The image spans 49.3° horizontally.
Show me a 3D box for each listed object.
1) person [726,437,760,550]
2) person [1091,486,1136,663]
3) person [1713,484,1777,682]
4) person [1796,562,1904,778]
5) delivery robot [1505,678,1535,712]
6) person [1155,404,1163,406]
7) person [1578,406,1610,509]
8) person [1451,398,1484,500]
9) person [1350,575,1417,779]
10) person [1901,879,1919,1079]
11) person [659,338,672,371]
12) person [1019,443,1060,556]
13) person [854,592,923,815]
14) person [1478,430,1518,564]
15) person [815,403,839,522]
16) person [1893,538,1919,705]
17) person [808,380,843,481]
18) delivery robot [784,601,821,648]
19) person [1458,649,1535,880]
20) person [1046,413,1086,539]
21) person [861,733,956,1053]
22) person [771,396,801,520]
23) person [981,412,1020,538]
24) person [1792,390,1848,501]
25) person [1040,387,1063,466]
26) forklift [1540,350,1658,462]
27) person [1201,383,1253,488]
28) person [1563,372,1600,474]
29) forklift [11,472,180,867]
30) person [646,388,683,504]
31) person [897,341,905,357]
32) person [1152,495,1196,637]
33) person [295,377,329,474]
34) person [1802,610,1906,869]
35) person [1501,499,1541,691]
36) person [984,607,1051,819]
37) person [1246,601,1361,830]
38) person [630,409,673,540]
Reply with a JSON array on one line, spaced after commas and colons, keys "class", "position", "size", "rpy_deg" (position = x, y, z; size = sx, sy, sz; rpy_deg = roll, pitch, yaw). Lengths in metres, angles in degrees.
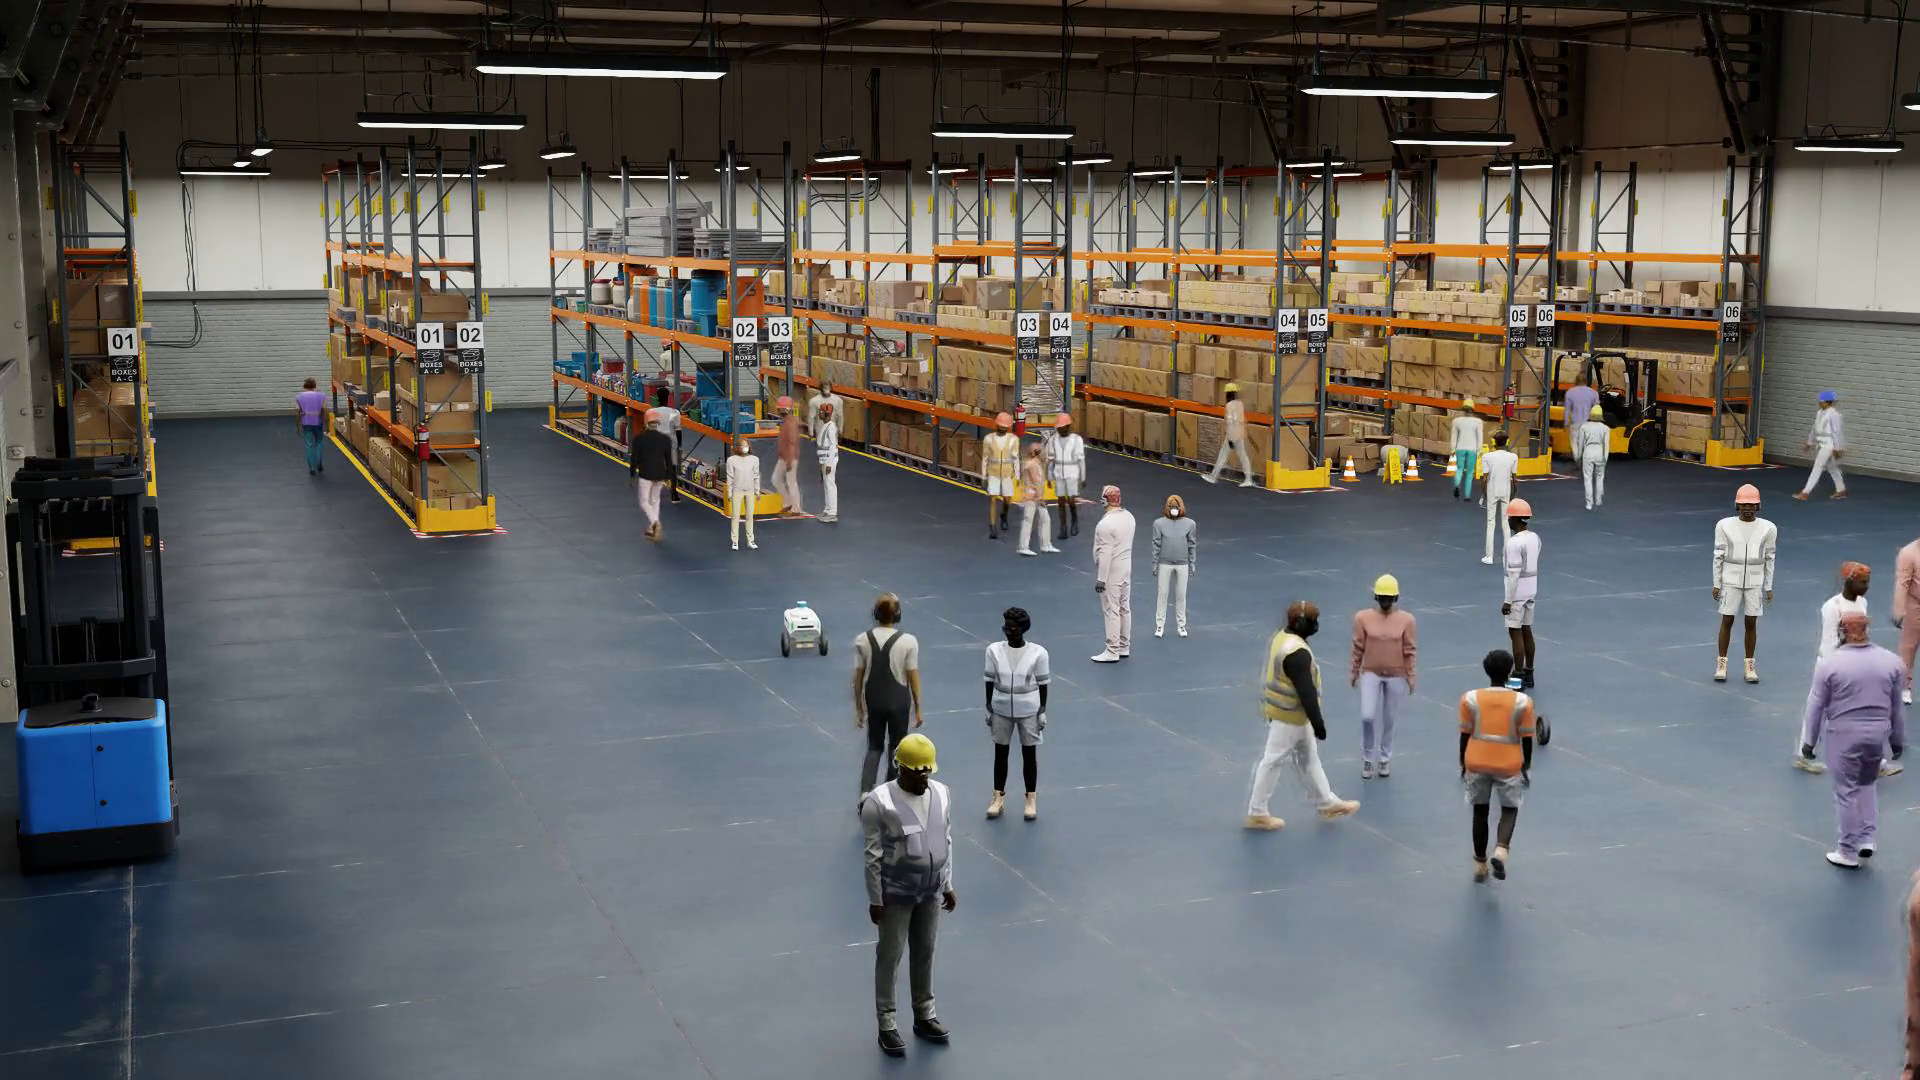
[{"class": "person", "position": [-3.144, -0.682, 30.397], "size": [0.506, 1.636, 0.278], "rpy_deg": [-4, 9, -22]}, {"class": "person", "position": [1.629, 0.361, 22.563], "size": [0.401, 1.904, 0.640], "rpy_deg": [5, 10, 32]}, {"class": "person", "position": [8.067, 0.441, 21.563], "size": [0.606, 2.044, 0.374], "rpy_deg": [2, 9, 14]}, {"class": "person", "position": [7.559, 1.115, 17.742], "size": [0.615, 1.830, 0.974], "rpy_deg": [-6, 10, -33]}, {"class": "delivery robot", "position": [5.084, 1.385, 19.174], "size": [0.335, 0.223, 0.698], "rpy_deg": [0, 8, 0]}, {"class": "person", "position": [4.625, -3.573, 49.148], "size": [0.600, 1.805, 0.860], "rpy_deg": [-4, 10, -26]}, {"class": "person", "position": [10.549, -1.388, 34.885], "size": [0.496, 1.702, 0.887], "rpy_deg": [2, 9, 13]}, {"class": "person", "position": [8.667, -1.548, 35.777], "size": [0.533, 1.752, 0.400], "rpy_deg": [4, 9, 26]}, {"class": "person", "position": [3.585, 1.161, 17.716], "size": [0.551, 1.743, 0.582], "rpy_deg": [1, 9, 8]}, {"class": "person", "position": [4.833, 2.240, 10.068], "size": [0.662, 1.884, 0.647], "rpy_deg": [-8, 12, -44]}, {"class": "person", "position": [-7.057, -3.895, 50.667], "size": [0.406, 1.987, 0.615], "rpy_deg": [6, 10, 33]}, {"class": "person", "position": [1.149, -0.574, 29.765], "size": [0.688, 1.614, 0.513], "rpy_deg": [2, 9, 12]}, {"class": "person", "position": [-0.570, 1.320, 16.411], "size": [0.514, 1.827, 0.452], "rpy_deg": [3, 9, 17]}, {"class": "person", "position": [7.475, -0.600, 29.083], "size": [0.533, 1.866, 0.315], "rpy_deg": [0, 9, 2]}, {"class": "person", "position": [-2.110, -1.237, 33.281], "size": [0.355, 1.883, 0.574], "rpy_deg": [-2, 9, -13]}, {"class": "person", "position": [9.415, 0.697, 20.379], "size": [0.727, 1.881, 0.693], "rpy_deg": [0, 9, 0]}, {"class": "person", "position": [-2.446, -1.981, 38.243], "size": [0.643, 1.888, 1.049], "rpy_deg": [-1, 9, -7]}, {"class": "delivery robot", "position": [-1.743, 0.923, 23.118], "size": [0.477, 0.478, 0.707], "rpy_deg": [-2, 9, -10]}, {"class": "person", "position": [3.794, 1.624, 14.894], "size": [0.538, 1.678, 0.529], "rpy_deg": [3, 9, 20]}, {"class": "person", "position": [1.583, -0.955, 31.317], "size": [0.585, 1.906, 0.473], "rpy_deg": [4, 9, 22]}, {"class": "person", "position": [-0.273, 1.991, 11.956], "size": [0.587, 1.823, 0.403], "rpy_deg": [-6, 10, -35]}, {"class": "person", "position": [-2.779, -1.314, 33.472], "size": [0.523, 1.972, 0.648], "rpy_deg": [-3, 9, -19]}, {"class": "person", "position": [0.601, -1.001, 31.640], "size": [0.606, 1.906, 0.665], "rpy_deg": [-1, 9, -4]}, {"class": "person", "position": [14.789, -1.616, 35.807], "size": [1.023, 1.895, 0.617], "rpy_deg": [0, 9, 0]}, {"class": "person", "position": [1.729, -2.378, 41.045], "size": [0.621, 1.838, 0.429], "rpy_deg": [-7, 11, -37]}, {"class": "forklift", "position": [12.897, -2.725, 42.309], "size": [2.313, 2.155, 1.214], "rpy_deg": [-3, 9, -21]}, {"class": "person", "position": [4.870, -1.881, 37.633], "size": [1.034, 1.862, 0.581], "rpy_deg": [7, 11, 39]}, {"class": "person", "position": [11.787, -2.209, 39.637], "size": [0.745, 1.914, 0.487], "rpy_deg": [1, 9, 8]}, {"class": "forklift", "position": [-6.630, 0.886, 15.957], "size": [1.129, 2.768, 1.873], "rpy_deg": [-3, 9, -21]}, {"class": "person", "position": [-4.990, -1.598, 35.407], "size": [0.606, 1.966, 0.367], "rpy_deg": [0, 9, 2]}, {"class": "person", "position": [-1.530, -3.700, 49.352], "size": [0.733, 1.990, 0.521], "rpy_deg": [3, 9, 20]}, {"class": "person", "position": [2.445, 0.292, 23.912], "size": [0.502, 1.632, 0.277], "rpy_deg": [0, 9, 2]}, {"class": "person", "position": [-12.310, -2.181, 39.748], "size": [0.597, 1.820, 0.762], "rpy_deg": [-3, 9, -20]}, {"class": "person", "position": [6.540, 1.458, 15.318], "size": [0.677, 1.880, 0.444], "rpy_deg": [-1, 9, -8]}, {"class": "person", "position": [5.640, 0.545, 21.217], "size": [0.375, 1.935, 0.551], "rpy_deg": [7, 11, 41]}, {"class": "person", "position": [0.446, 1.358, 16.581], "size": [0.536, 1.699, 0.322], "rpy_deg": [2, 9, 13]}, {"class": "person", "position": [2.675, 1.362, 16.240], "size": [0.952, 1.792, 0.639], "rpy_deg": [1, 9, 4]}, {"class": "person", "position": [-4.555, -0.954, 31.103], "size": [0.630, 1.976, 0.754], "rpy_deg": [-5, 10, -30]}]
